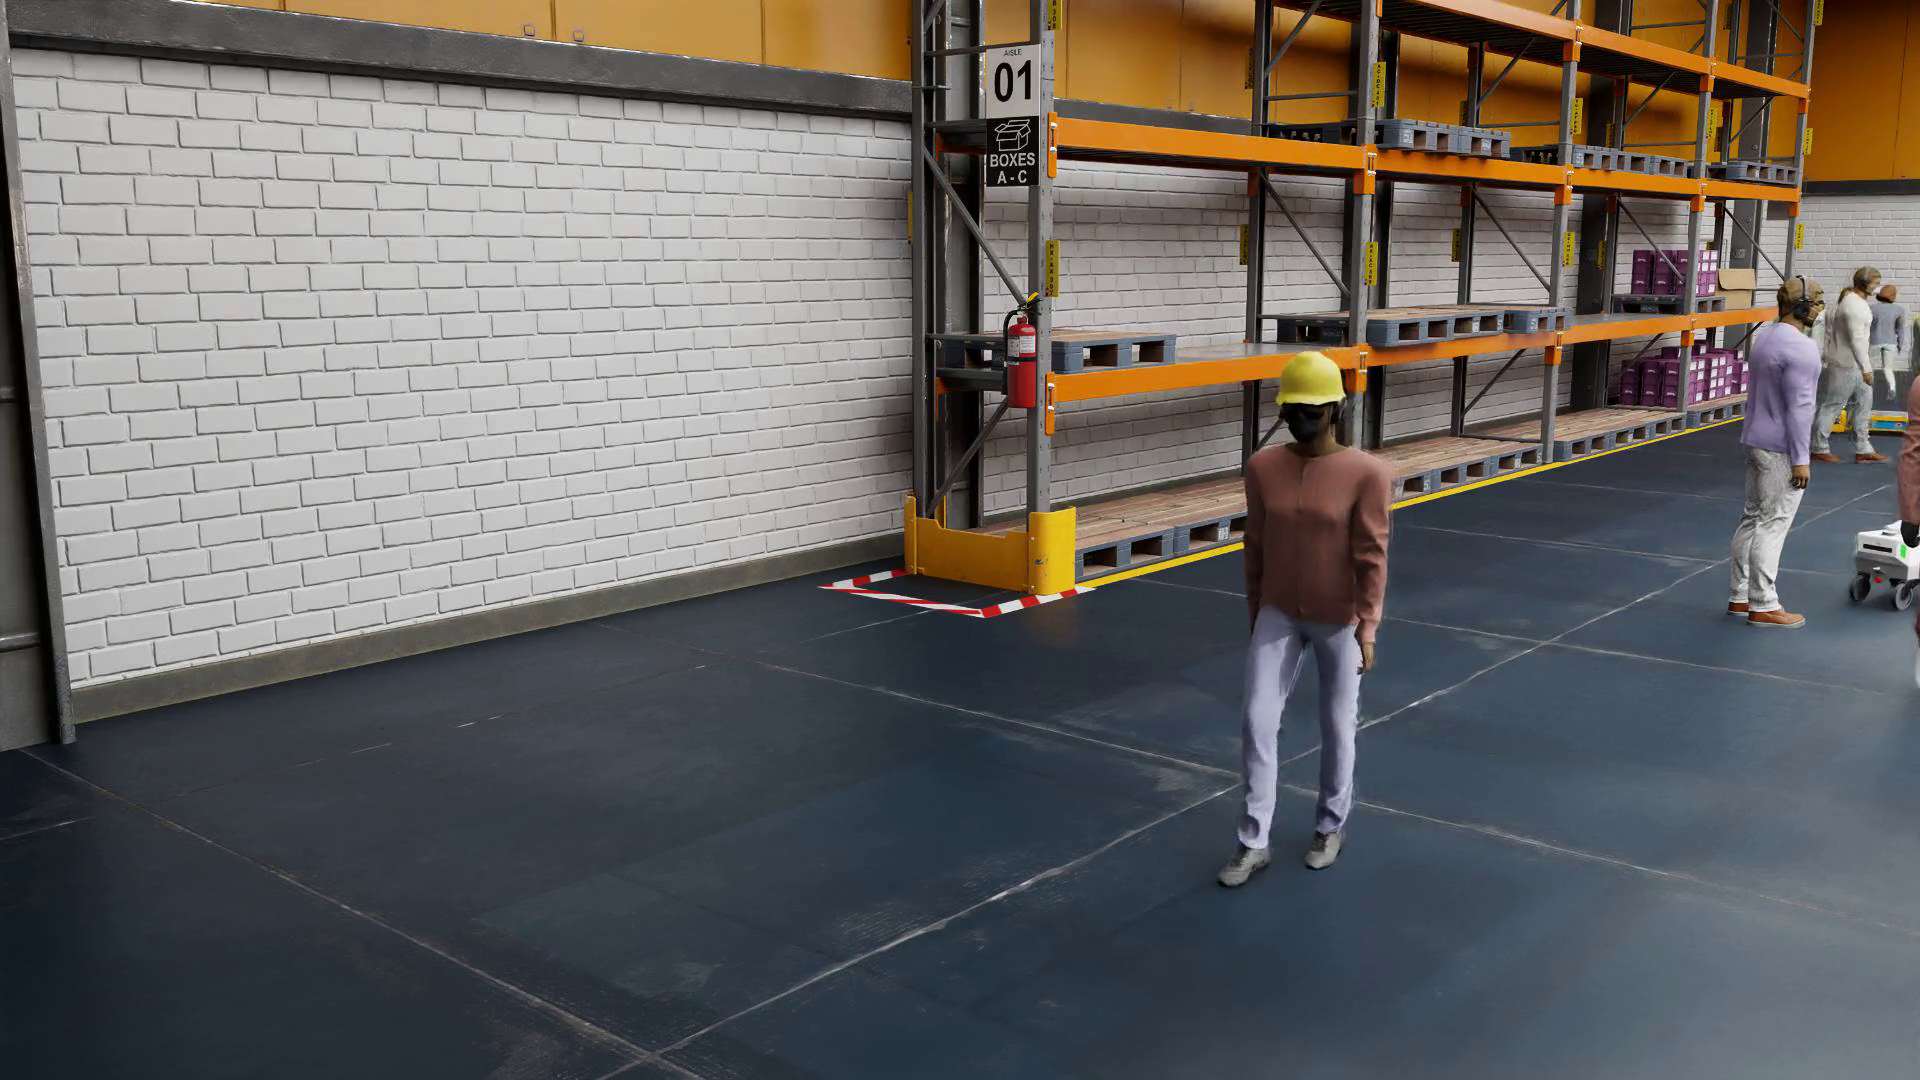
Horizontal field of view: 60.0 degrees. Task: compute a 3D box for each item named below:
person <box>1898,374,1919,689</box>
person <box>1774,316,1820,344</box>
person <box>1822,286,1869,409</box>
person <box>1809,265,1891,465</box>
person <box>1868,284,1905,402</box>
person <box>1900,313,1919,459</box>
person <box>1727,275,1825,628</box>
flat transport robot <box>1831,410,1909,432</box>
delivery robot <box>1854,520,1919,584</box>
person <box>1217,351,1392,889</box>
[{"bbox_3d":[4.465,-0.130,7.274,0.652,1.890,0.611,5,11,27],"label":"person"},{"bbox_3d":[9.533,-2.059,19.062,0.516,1.596,0.825,8,13,38],"label":"person"},{"bbox_3d":[11.035,-2.356,20.730,0.511,1.605,0.721,5,11,27],"label":"person"},{"bbox_3d":[8.555,-1.638,15.786,0.829,1.902,0.651,7,12,33],"label":"person"},{"bbox_3d":[12.296,-2.607,22.207,0.558,1.602,0.578,2,10,12],"label":"person"},{"bbox_3d":[9.120,-1.520,15.429,0.912,1.811,0.641,-8,12,-37],"label":"person"},{"bbox_3d":[4.498,-0.481,9.155,0.371,1.932,0.622,1,10,8],"label":"person"},{"bbox_3d":[10.454,-1.317,18.613,1.431,0.197,0.652,4,11,24],"label":"flat transport robot"},{"bbox_3d":[5.609,0.050,9.757,0.707,0.478,0.477,-5,11,-25],"label":"delivery robot"},{"bbox_3d":[1.112,0.270,5.383,0.532,1.740,0.723,6,12,30],"label":"person"}]
